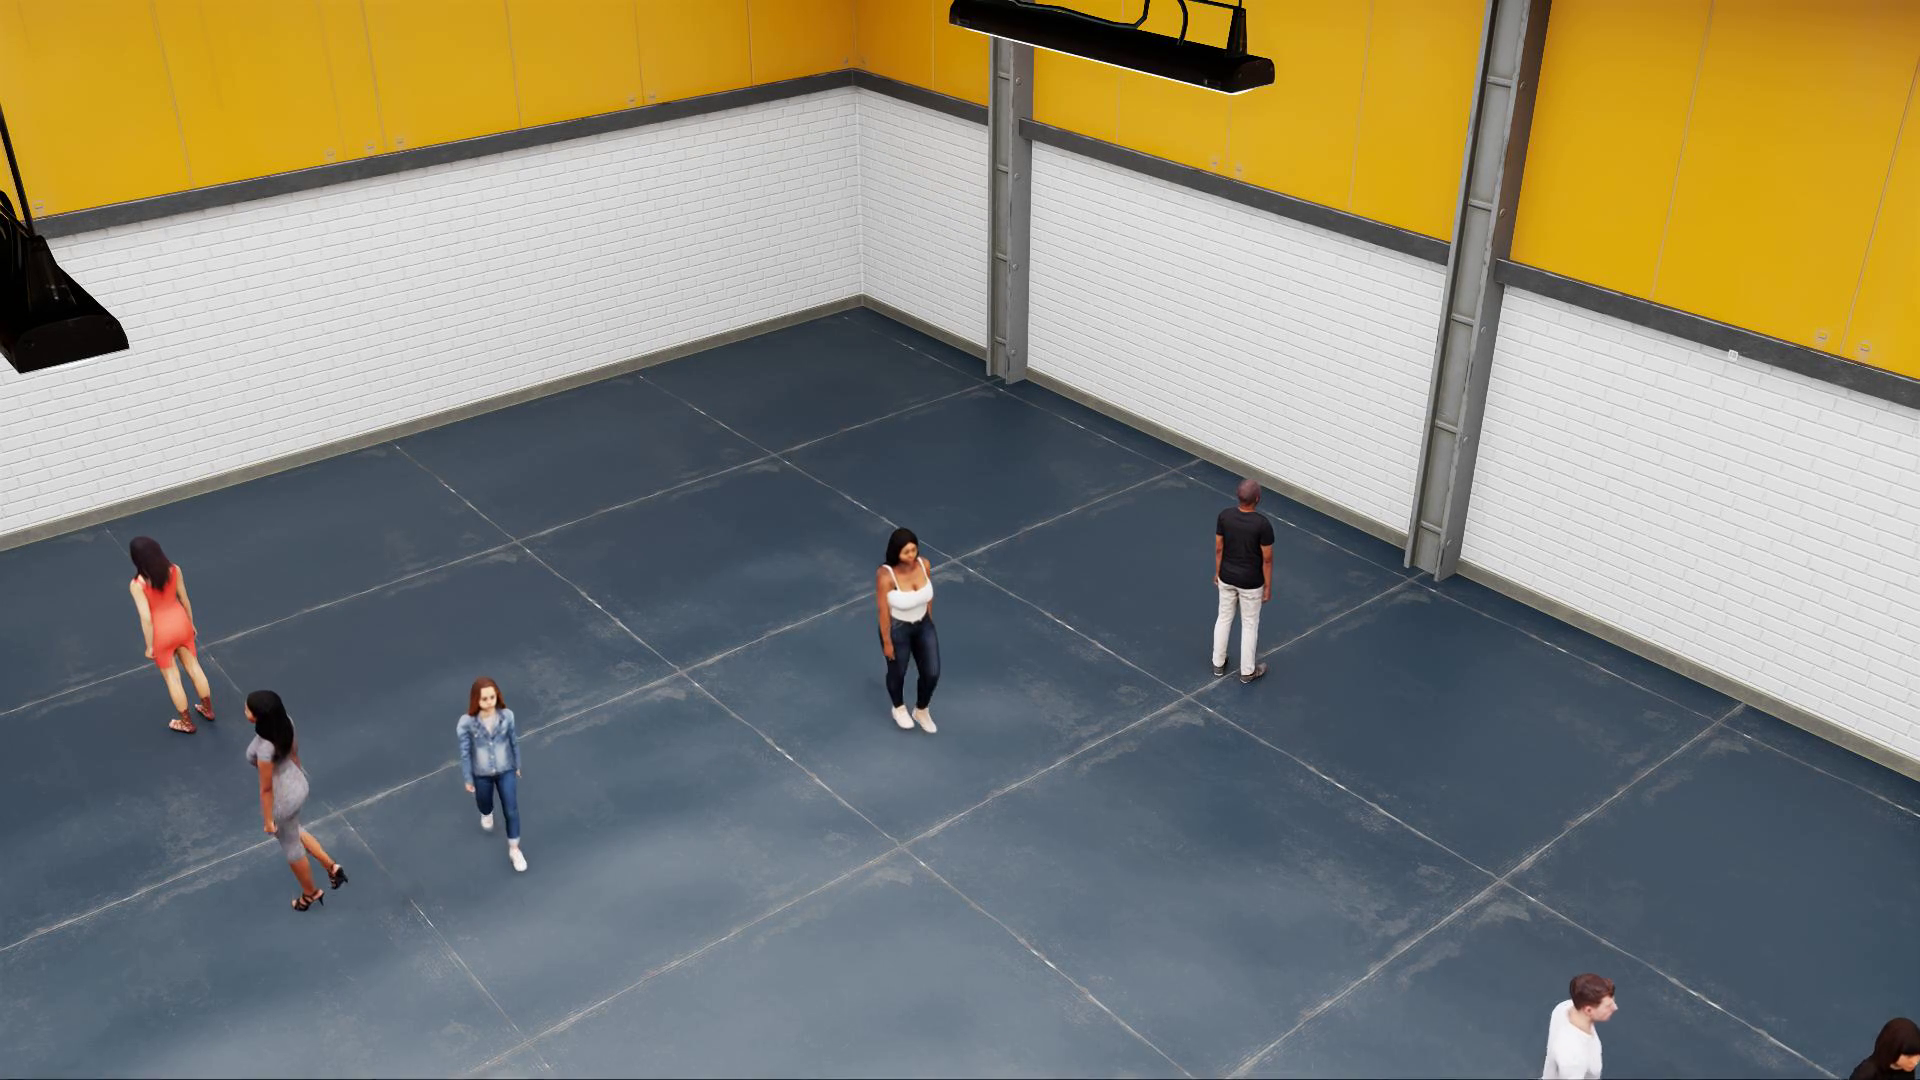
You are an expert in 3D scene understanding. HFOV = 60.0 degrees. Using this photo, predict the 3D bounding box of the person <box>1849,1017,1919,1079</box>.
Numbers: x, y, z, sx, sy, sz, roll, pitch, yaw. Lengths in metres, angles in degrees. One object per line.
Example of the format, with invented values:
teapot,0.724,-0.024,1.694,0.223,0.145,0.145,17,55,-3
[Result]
person,4.678,3.071,8.731,0.675,1.630,0.759,-10,30,-18

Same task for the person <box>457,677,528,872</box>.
person,-3.288,1.583,11.638,0.728,1.458,0.975,-12,31,-22

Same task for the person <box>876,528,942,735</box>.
person,-0.471,0.670,12.961,0.708,1.794,0.742,-15,32,-25

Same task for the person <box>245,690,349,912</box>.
person,-4.370,1.742,11.024,0.847,1.767,0.789,1,29,3

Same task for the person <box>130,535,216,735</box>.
person,-6.149,0.727,12.936,0.618,1.718,0.652,16,32,26

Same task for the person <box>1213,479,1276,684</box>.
person,2.295,0.328,13.577,0.648,1.805,0.792,17,33,28

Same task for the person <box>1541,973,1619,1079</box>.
person,3.027,2.982,8.683,1.093,1.832,0.943,9,30,17
